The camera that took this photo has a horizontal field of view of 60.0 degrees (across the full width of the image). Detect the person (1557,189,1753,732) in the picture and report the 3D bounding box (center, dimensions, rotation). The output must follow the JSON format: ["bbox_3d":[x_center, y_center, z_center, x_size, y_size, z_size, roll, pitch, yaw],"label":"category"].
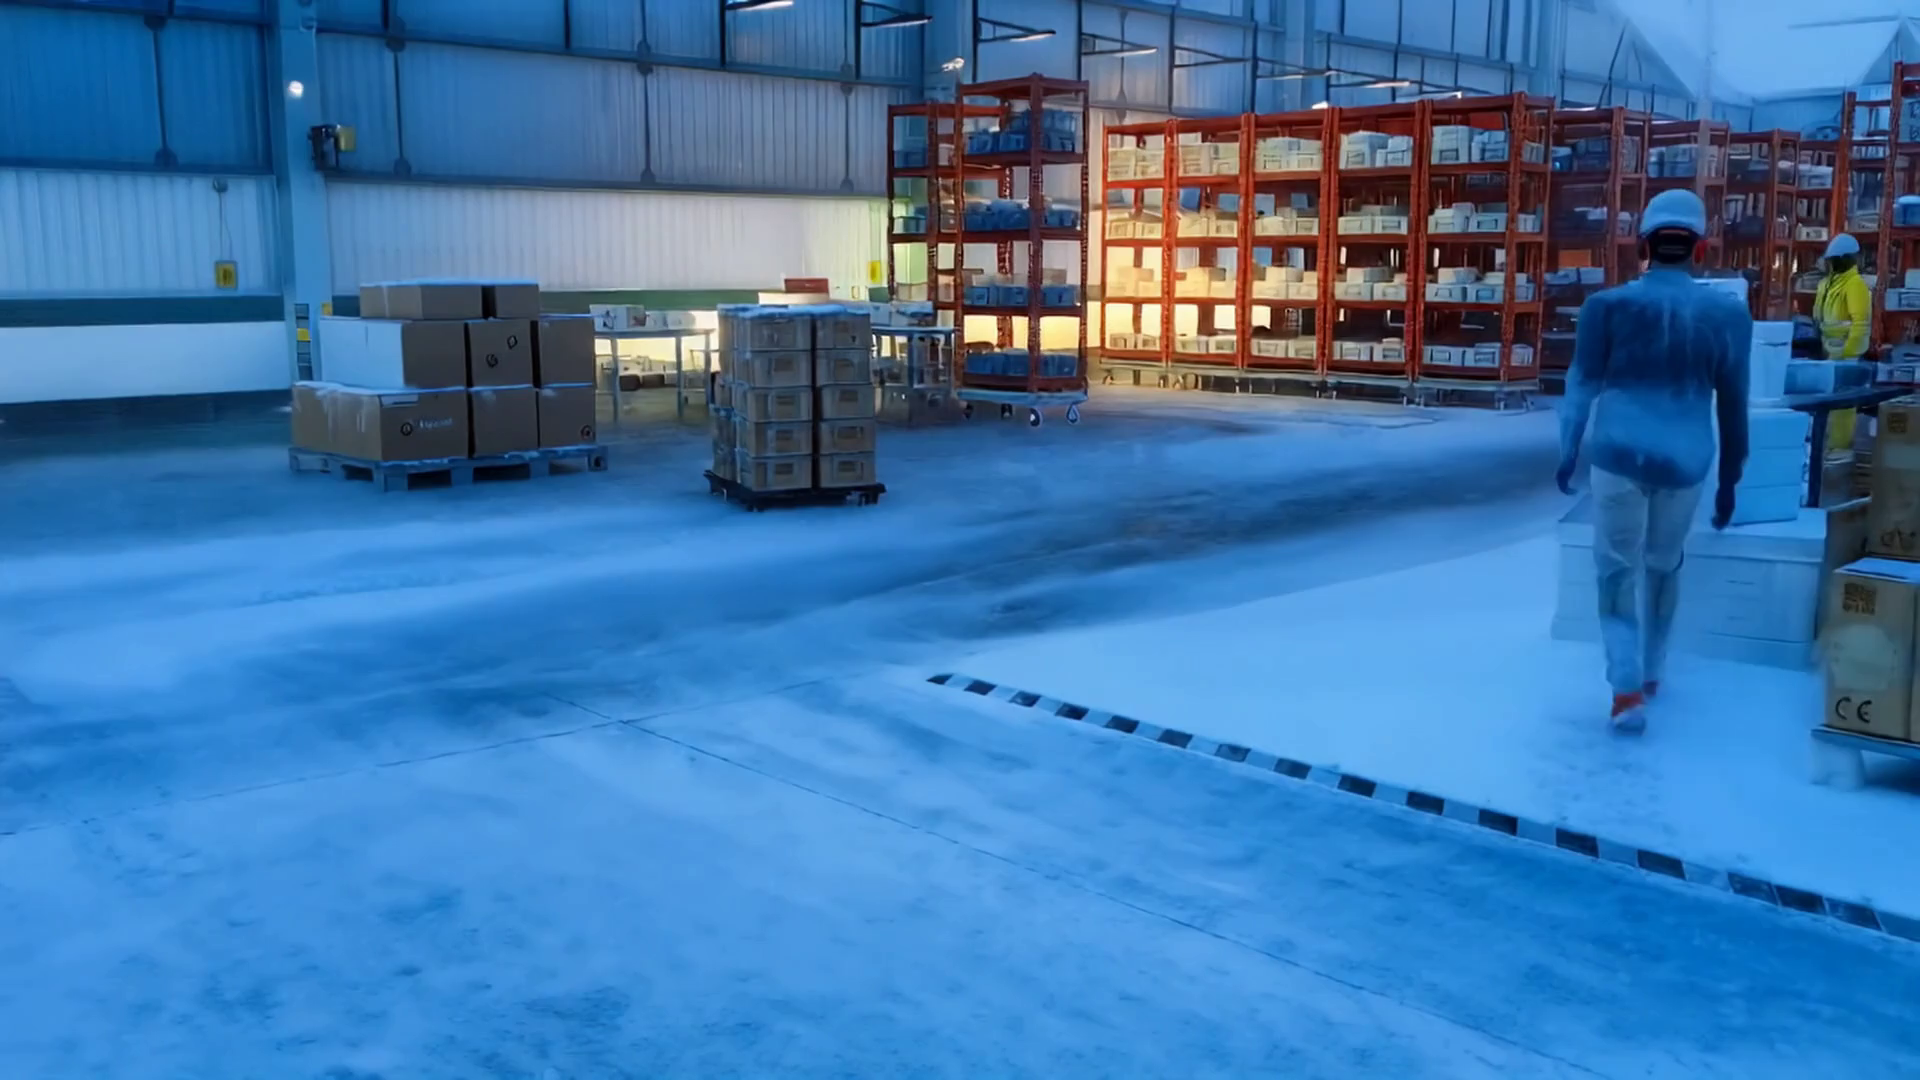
[{"bbox_3d":[2.525,-0.288,6.089,0.616,1.962,0.889,2,10,12],"label":"person"}]

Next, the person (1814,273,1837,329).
[{"bbox_3d":[13.138,-3.320,24.876,0.582,1.792,0.950,9,13,42],"label":"person"}]

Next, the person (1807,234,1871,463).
[{"bbox_3d":[7.546,-1.633,14.238,0.409,1.943,0.615,3,10,15],"label":"person"}]

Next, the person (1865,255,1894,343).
[{"bbox_3d":[14.260,-3.549,26.129,0.660,1.823,0.573,-6,11,-34],"label":"person"}]
